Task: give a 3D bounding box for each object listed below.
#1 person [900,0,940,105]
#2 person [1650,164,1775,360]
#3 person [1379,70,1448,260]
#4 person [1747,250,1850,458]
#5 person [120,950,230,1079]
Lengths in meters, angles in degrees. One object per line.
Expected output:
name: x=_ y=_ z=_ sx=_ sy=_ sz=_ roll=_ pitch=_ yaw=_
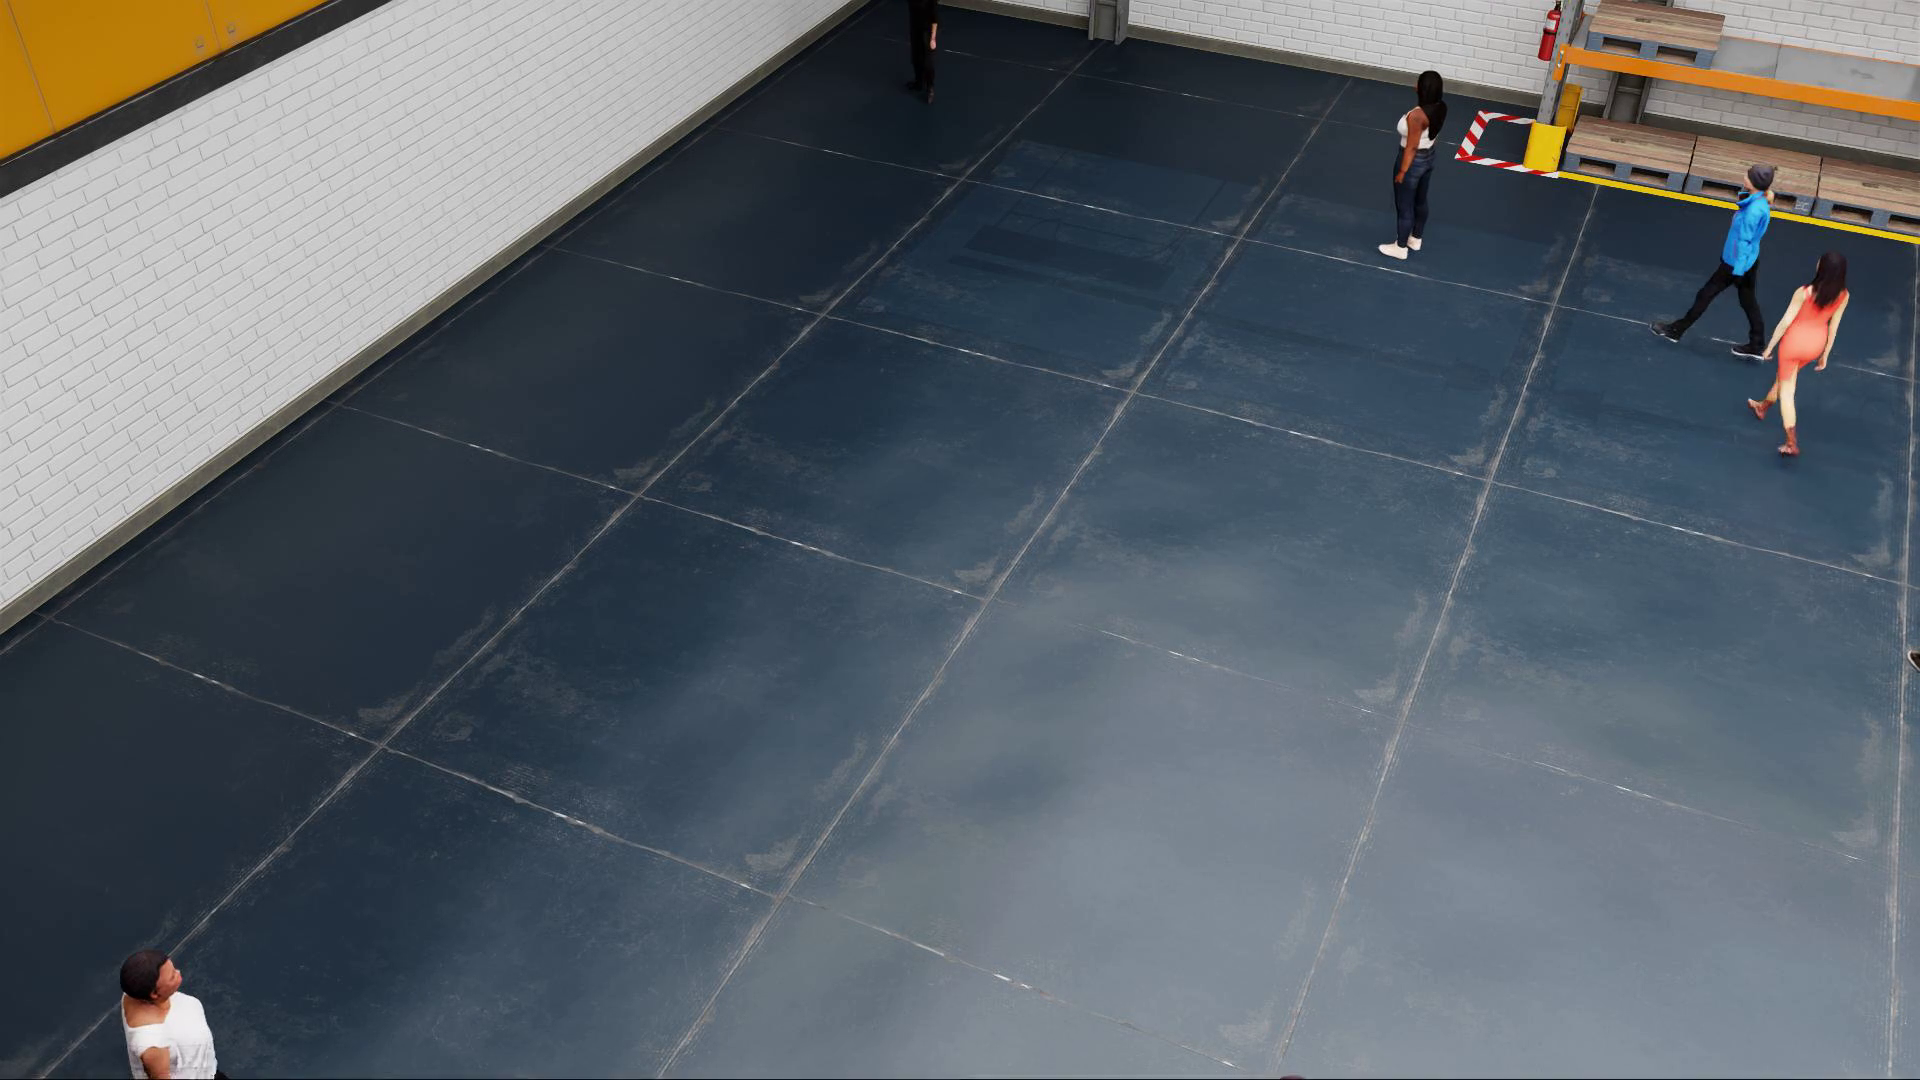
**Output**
person: x=-0.400 y=-5.617 z=18.303 sx=0.870 sy=1.605 sz=0.654 roll=-26 pitch=45 yaw=-29
person: x=6.658 y=-2.285 z=14.021 sx=1.227 sy=1.742 sz=0.751 roll=22 pitch=44 yaw=25
person: x=4.258 y=-3.494 z=15.481 sx=0.724 sy=1.809 sz=0.728 roll=-30 pitch=47 yaw=-32
person: x=6.596 y=-1.429 z=12.998 sx=1.156 sy=1.681 sz=1.018 roll=-2 pitch=39 yaw=-2
person: x=-3.808 y=2.605 z=7.978 sx=1.102 sy=1.641 sz=1.194 roll=-23 pitch=44 yaw=-26
